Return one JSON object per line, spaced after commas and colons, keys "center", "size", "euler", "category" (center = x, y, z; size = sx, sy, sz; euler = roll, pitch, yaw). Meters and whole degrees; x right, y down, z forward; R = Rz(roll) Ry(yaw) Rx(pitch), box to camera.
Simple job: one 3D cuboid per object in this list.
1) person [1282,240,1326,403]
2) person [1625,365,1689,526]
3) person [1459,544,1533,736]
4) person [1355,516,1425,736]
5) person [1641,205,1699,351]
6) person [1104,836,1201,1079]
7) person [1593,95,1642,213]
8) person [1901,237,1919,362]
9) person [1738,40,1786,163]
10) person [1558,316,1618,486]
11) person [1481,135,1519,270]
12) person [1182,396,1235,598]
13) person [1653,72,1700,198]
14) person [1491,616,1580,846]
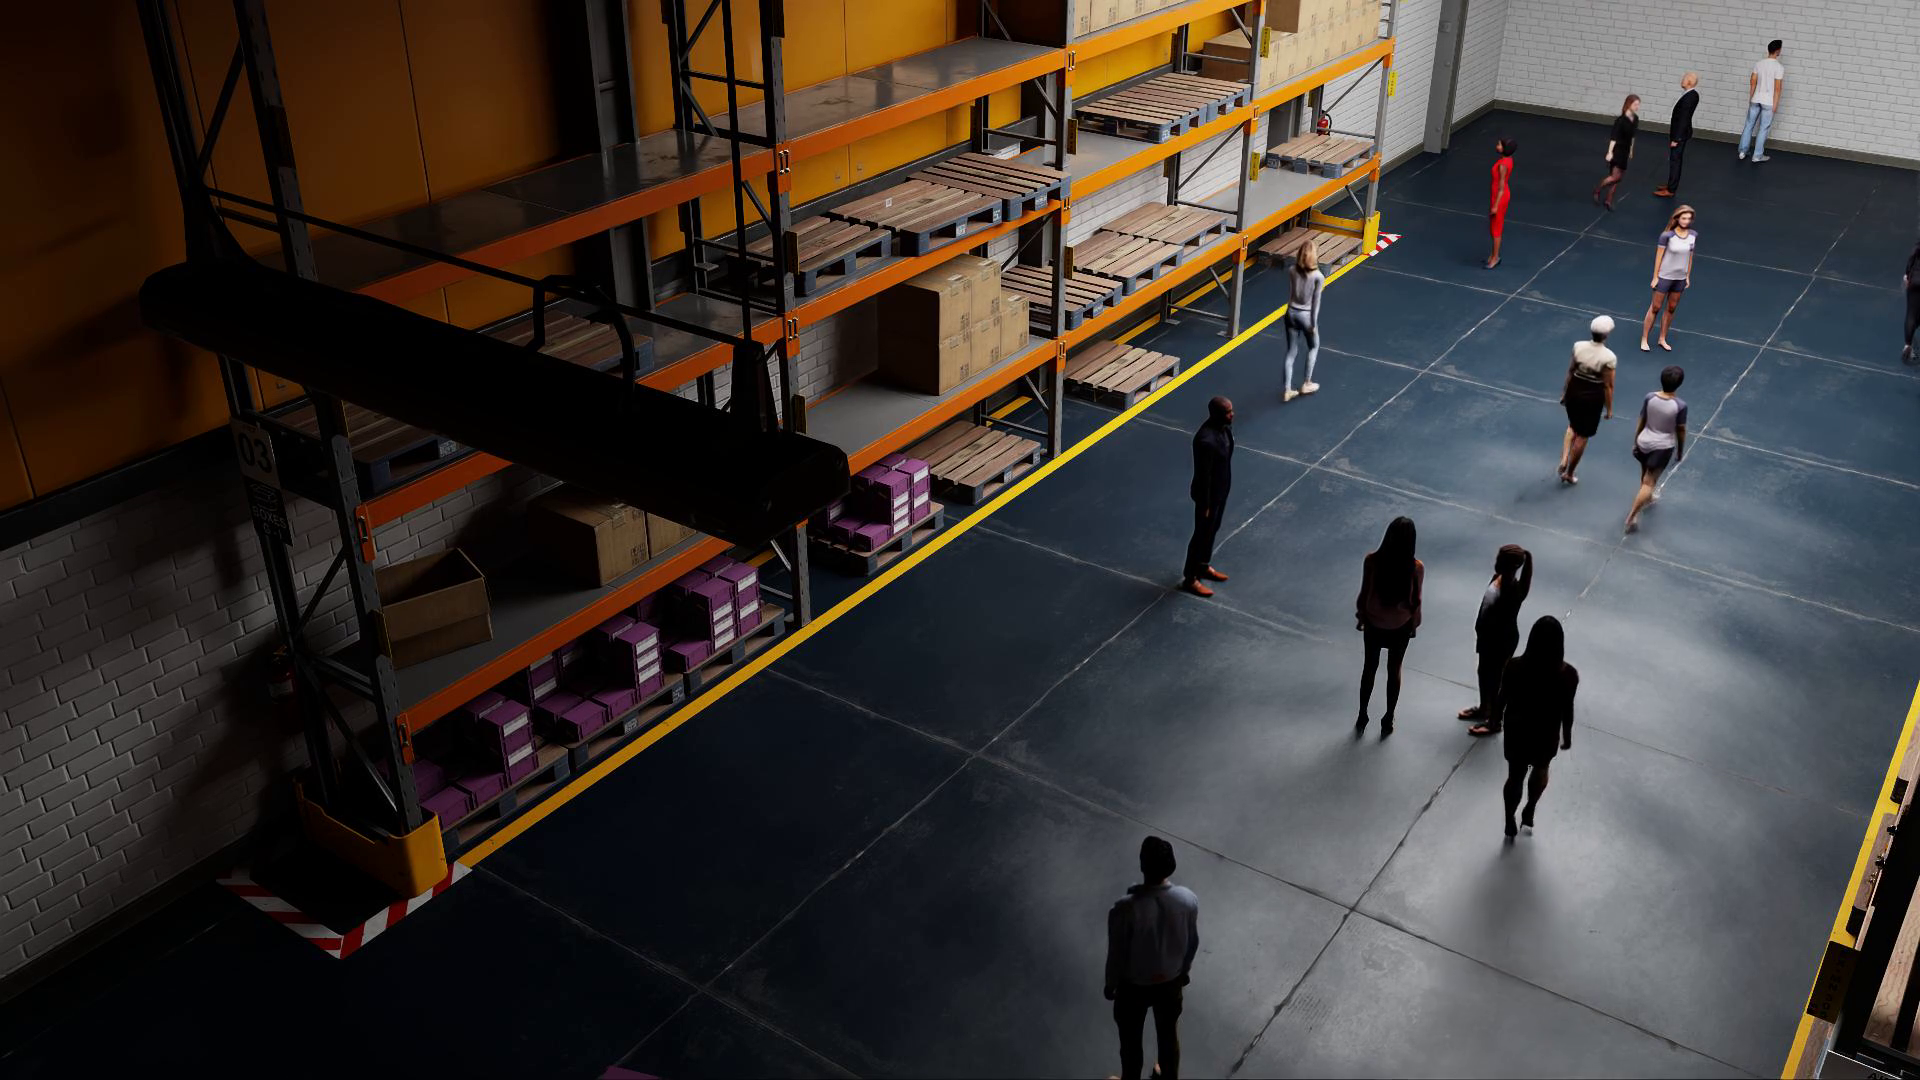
{"center": [3.593, -2.317, 17.789], "size": [0.631, 1.776, 0.771], "euler": [22, 35, 34], "category": "person"}
{"center": [6.398, -0.837, 15.344], "size": [0.686, 1.520, 1.078], "euler": [25, 37, 37], "category": "person"}
{"center": [4.037, 0.726, 12.446], "size": [0.701, 1.552, 0.645], "euler": [-6, 29, -11], "category": "person"}
{"center": [3.169, 0.641, 12.331], "size": [0.685, 1.811, 0.629], "euler": [9, 30, 16], "category": "person"}
{"center": [8.175, -3.023, 19.133], "size": [0.690, 1.730, 0.731], "euler": [-2, 29, -3], "category": "person"}
{"center": [1.037, 2.394, 9.118], "size": [0.725, 1.810, 0.820], "euler": [-9, 30, -15], "category": "person"}
{"center": [9.358, -5.548, 23.800], "size": [0.707, 1.693, 0.761], "euler": [-21, 35, -33], "category": "person"}
{"center": [10.943, -2.849, 18.890], "size": [0.750, 1.656, 1.132], "euler": [11, 30, 19], "category": "person"}
{"center": [12.614, -6.902, 26.102], "size": [0.712, 1.866, 0.751], "euler": [-17, 33, -28], "category": "person"}
{"center": [5.944, -1.300, 15.962], "size": [0.735, 1.741, 0.726], "euler": [-21, 35, -33], "category": "person"}
{"center": [7.013, -4.392, 21.629], "size": [0.695, 1.743, 0.547], "euler": [8, 30, 15], "category": "person"}
{"center": [2.138, -0.401, 14.236], "size": [0.778, 1.817, 0.568], "euler": [14, 32, 24], "category": "person"}
{"center": [10.598, -5.967, 24.457], "size": [0.752, 1.800, 0.526], "euler": [16, 33, 27], "category": "person"}
{"center": [3.836, 1.338, 11.172], "size": [0.744, 1.697, 0.699], "euler": [12, 31, 20], "category": "person"}
